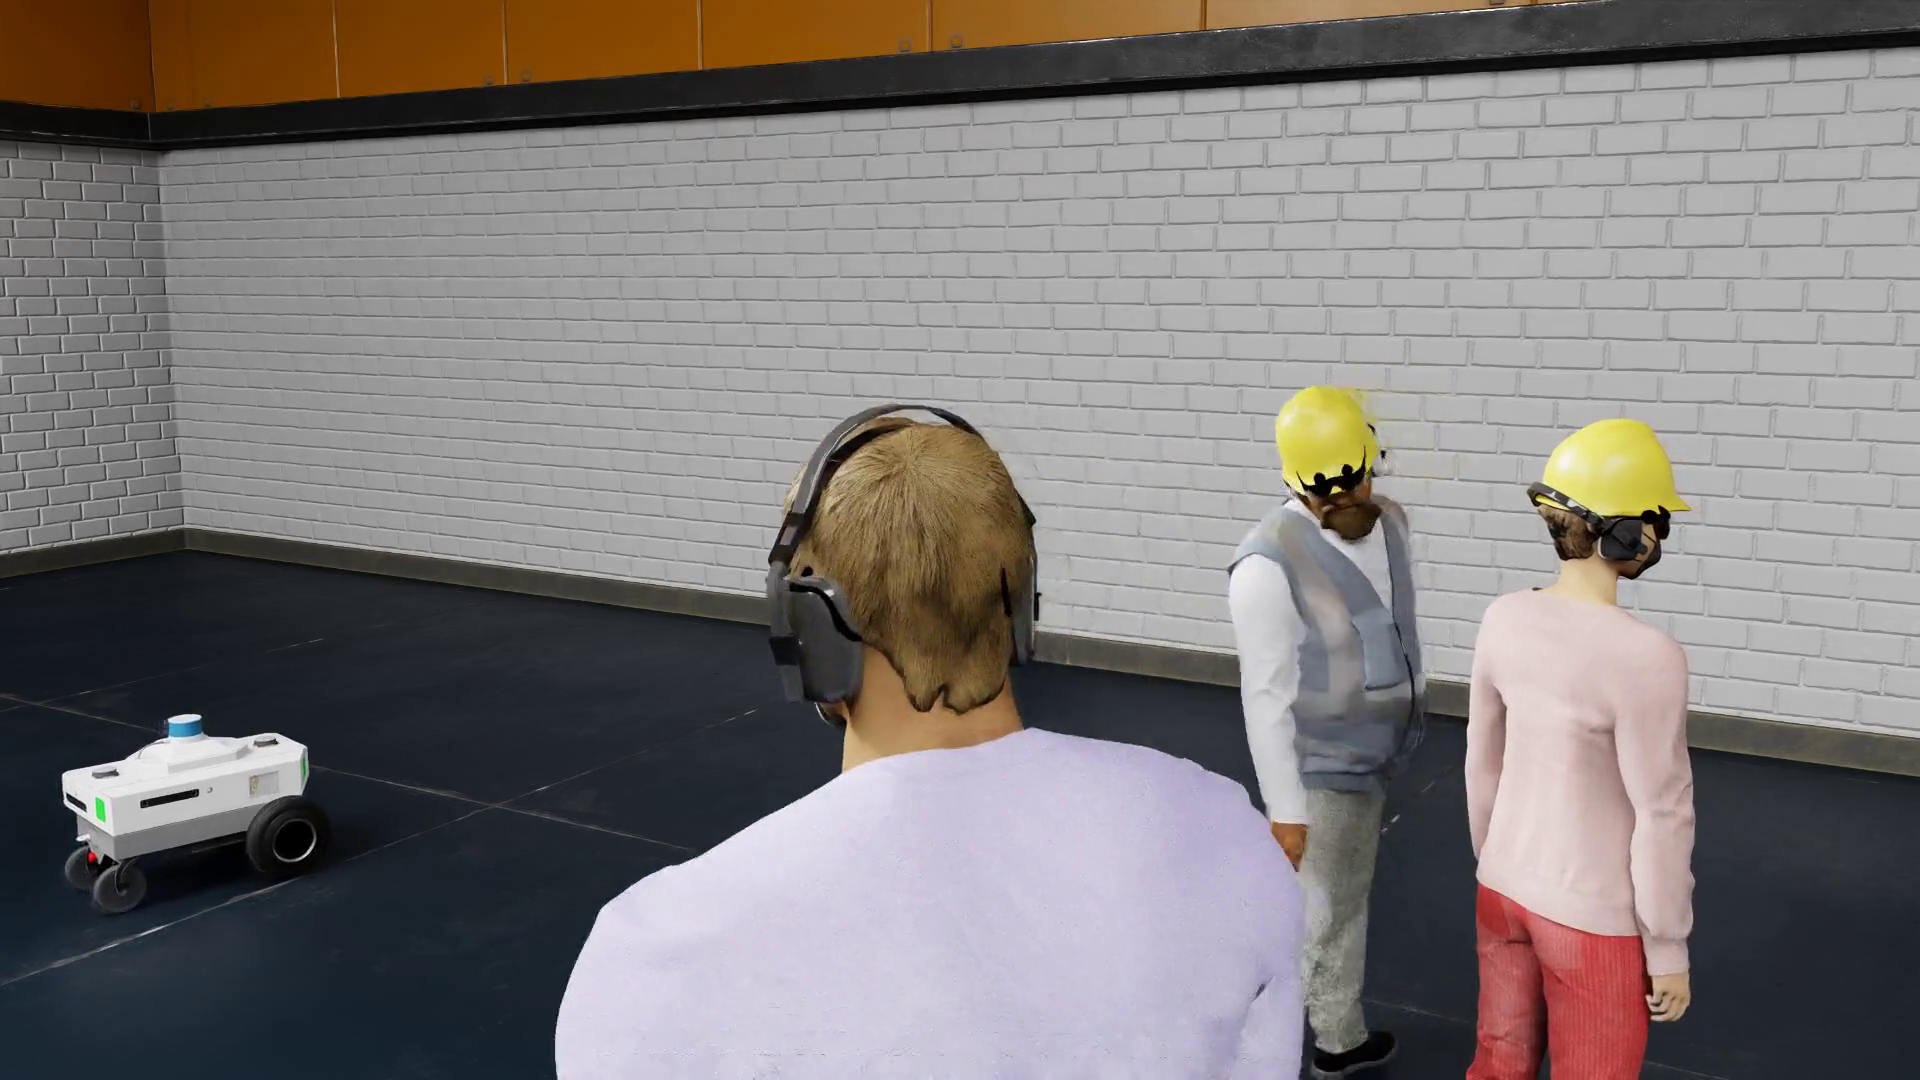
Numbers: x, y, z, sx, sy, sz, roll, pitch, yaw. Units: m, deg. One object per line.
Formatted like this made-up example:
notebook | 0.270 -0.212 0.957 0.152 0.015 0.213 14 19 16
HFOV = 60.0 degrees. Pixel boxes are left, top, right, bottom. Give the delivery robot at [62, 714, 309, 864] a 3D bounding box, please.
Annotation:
delivery robot | -2.554 0.822 5.508 0.477 0.478 0.707 9 12 44

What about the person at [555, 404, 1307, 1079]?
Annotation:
person | -0.064 0.834 1.504 0.662 1.911 0.781 -5 10 -30

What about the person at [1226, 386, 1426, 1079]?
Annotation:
person | 0.912 0.516 3.955 0.406 1.785 0.736 8 12 41

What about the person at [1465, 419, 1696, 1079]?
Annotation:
person | 1.125 0.664 3.030 0.323 1.769 0.523 -3 10 -19
